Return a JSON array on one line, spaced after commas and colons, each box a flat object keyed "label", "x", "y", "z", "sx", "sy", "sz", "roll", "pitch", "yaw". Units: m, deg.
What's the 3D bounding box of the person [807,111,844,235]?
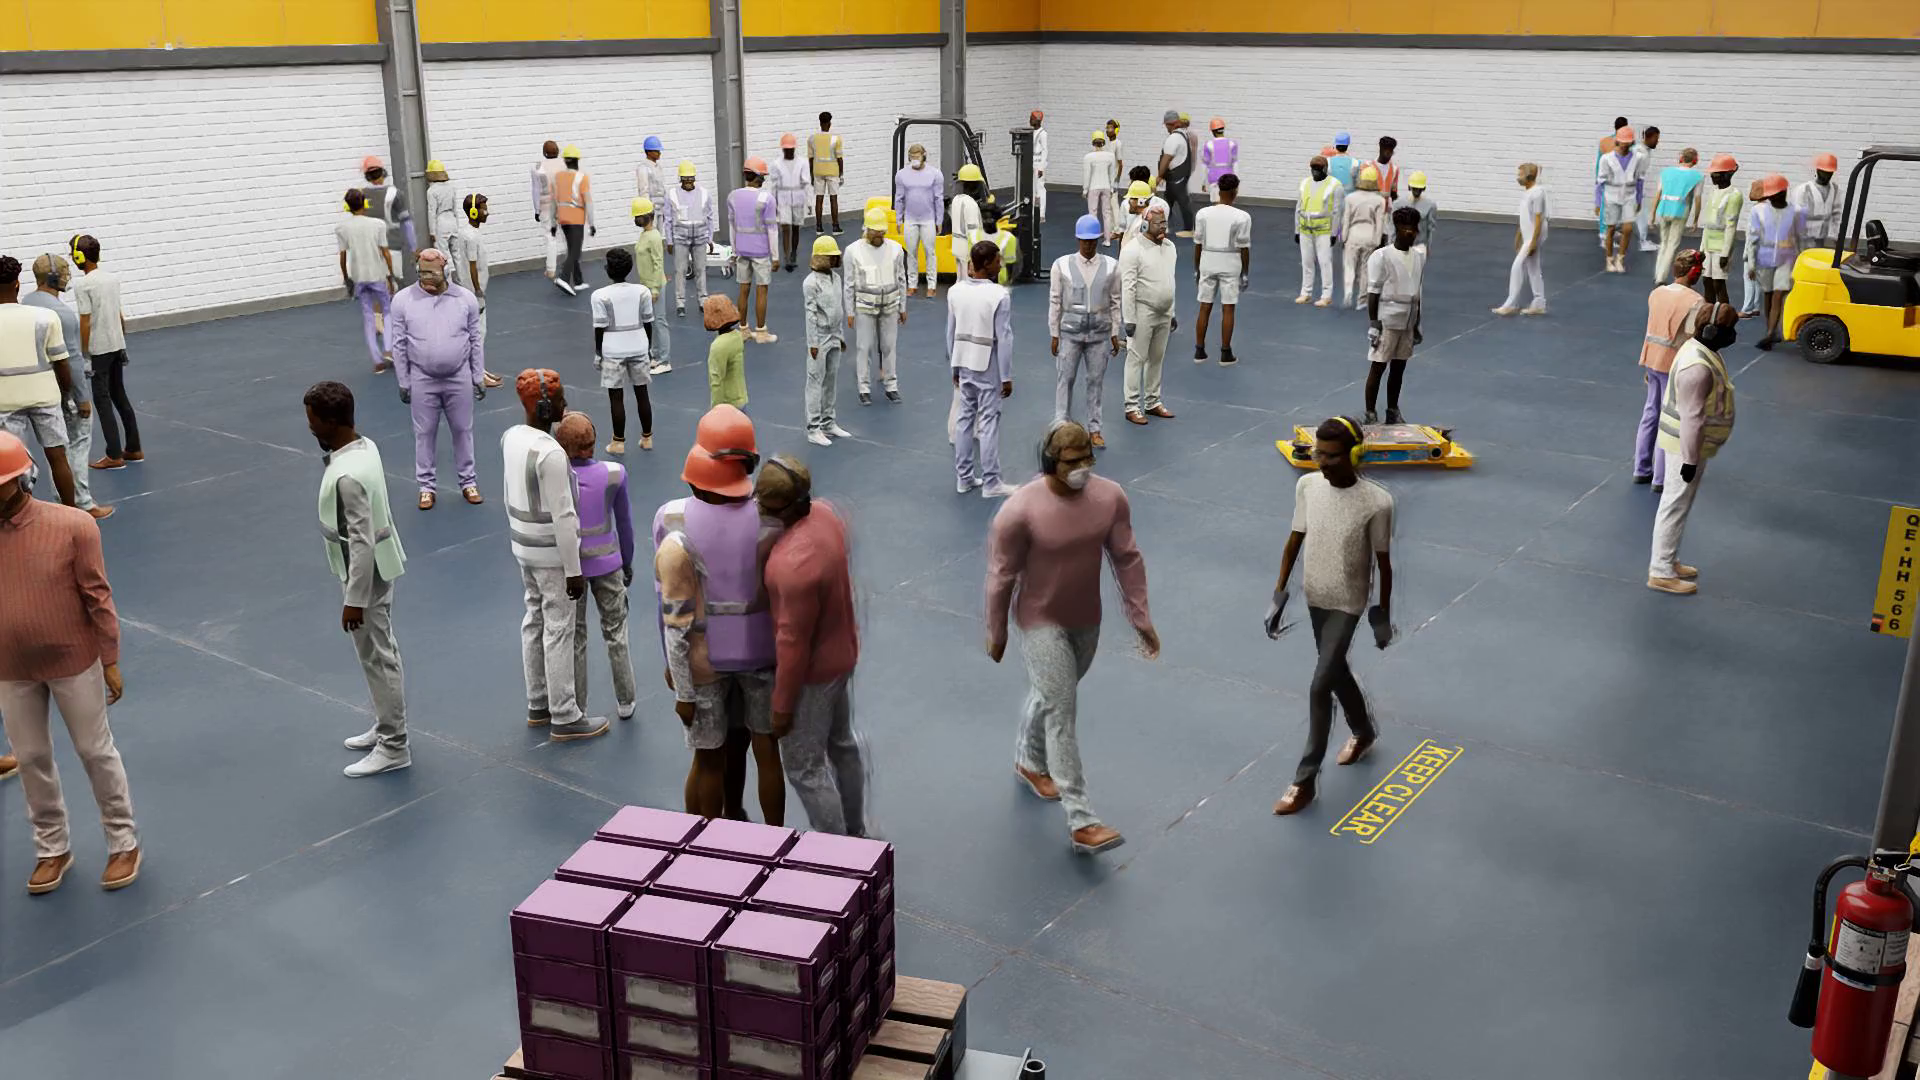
[{"label": "person", "x": -2.164, "y": -5.936, "z": 26.944, "sx": 0.607, "sy": 1.966, "sz": 0.367, "roll": 4, "pitch": 18, "yaw": 11}]

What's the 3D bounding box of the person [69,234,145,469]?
[{"label": "person", "x": -6.816, "y": -1.490, "z": 13.224, "sx": 0.329, "sy": 1.854, "sz": 0.531, "roll": 2, "pitch": 18, "yaw": 7}]

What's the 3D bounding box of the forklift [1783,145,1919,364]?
[{"label": "forklift", "x": 9.803, "y": -2.879, "z": 17.013, "sx": 2.313, "sy": 2.155, "sz": 1.214, "roll": 12, "pitch": 21, "yaw": 33}]

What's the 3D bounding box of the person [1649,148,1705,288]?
[{"label": "person", "x": 9.412, "y": -4.225, "z": 21.843, "sx": 0.597, "sy": 1.804, "sz": 0.600, "roll": -16, "pitch": 24, "yaw": -41}]

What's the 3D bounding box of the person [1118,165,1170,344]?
[{"label": "person", "x": 1.965, "y": -3.061, "z": 17.974, "sx": 0.621, "sy": 1.953, "sz": 0.379, "roll": 14, "pitch": 23, "yaw": 37}]

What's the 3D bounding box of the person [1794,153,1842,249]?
[{"label": "person", "x": 10.196, "y": -3.595, "z": 19.714, "sx": 0.545, "sy": 1.909, "sz": 0.773, "roll": -4, "pitch": 18, "yaw": -12}]

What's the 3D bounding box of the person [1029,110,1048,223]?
[{"label": "person", "x": 1.314, "y": -6.400, "z": 28.529, "sx": 0.354, "sy": 1.883, "sz": 0.573, "roll": -5, "pitch": 19, "yaw": -17}]

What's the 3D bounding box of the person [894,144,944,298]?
[{"label": "person", "x": -0.519, "y": -4.039, "z": 21.082, "sx": 0.636, "sy": 1.929, "sz": 0.380, "roll": 3, "pitch": 18, "yaw": 10}]

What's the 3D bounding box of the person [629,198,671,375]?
[{"label": "person", "x": -3.111, "y": -2.540, "z": 16.661, "sx": 0.328, "sy": 1.759, "sz": 0.524, "roll": -8, "pitch": 19, "yaw": -24}]

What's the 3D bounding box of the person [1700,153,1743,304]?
[{"label": "person", "x": 8.370, "y": -3.251, "z": 18.453, "sx": 0.412, "sy": 2.032, "sz": 0.602, "roll": -1, "pitch": 18, "yaw": -3}]

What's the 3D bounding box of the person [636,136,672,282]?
[{"label": "person", "x": -4.065, "y": -4.370, "z": 22.075, "sx": 0.406, "sy": 1.946, "sz": 0.608, "roll": 3, "pitch": 18, "yaw": 10}]

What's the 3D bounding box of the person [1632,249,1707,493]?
[{"label": "person", "x": 5.356, "y": -1.271, "z": 12.569, "sx": 0.394, "sy": 1.836, "sz": 0.560, "roll": -4, "pitch": 18, "yaw": -13}]

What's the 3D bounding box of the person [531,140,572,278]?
[{"label": "person", "x": -5.518, "y": -4.511, "z": 22.688, "sx": 0.627, "sy": 1.845, "sz": 0.429, "roll": -9, "pitch": 20, "yaw": -26}]

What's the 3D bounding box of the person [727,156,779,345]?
[{"label": "person", "x": -2.226, "y": -3.146, "z": 18.119, "sx": 0.613, "sy": 2.033, "sz": 0.412, "roll": 9, "pitch": 20, "yaw": 27}]

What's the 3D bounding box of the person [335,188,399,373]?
[{"label": "person", "x": -5.927, "y": -2.597, "z": 16.707, "sx": 0.564, "sy": 1.842, "sz": 0.411, "roll": -3, "pitch": 18, "yaw": -10}]

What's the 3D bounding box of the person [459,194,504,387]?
[{"label": "person", "x": -4.652, "y": -2.406, "z": 16.080, "sx": 0.324, "sy": 1.861, "sz": 0.510, "roll": -6, "pitch": 19, "yaw": -18}]

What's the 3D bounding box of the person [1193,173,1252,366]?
[{"label": "person", "x": 2.691, "y": -2.778, "z": 17.093, "sx": 0.605, "sy": 1.955, "sz": 0.370, "roll": 9, "pitch": 20, "yaw": 27}]

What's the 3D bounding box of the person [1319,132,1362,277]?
[{"label": "person", "x": 5.170, "y": -4.575, "z": 22.716, "sx": 0.605, "sy": 1.949, "sz": 0.399, "roll": 3, "pitch": 18, "yaw": 10}]

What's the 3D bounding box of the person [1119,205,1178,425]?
[{"label": "person", "x": 1.694, "y": -1.990, "z": 14.698, "sx": 0.641, "sy": 1.908, "sz": 0.407, "roll": -16, "pitch": 23, "yaw": -40}]

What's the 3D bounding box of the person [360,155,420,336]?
[{"label": "person", "x": -6.488, "y": -3.313, "z": 18.719, "sx": 0.638, "sy": 1.987, "sz": 1.065, "roll": 4, "pitch": 18, "yaw": 12}]

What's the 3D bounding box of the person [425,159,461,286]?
[{"label": "person", "x": -6.555, "y": -3.939, "z": 21.079, "sx": 0.320, "sy": 1.737, "sz": 0.490, "roll": 10, "pitch": 20, "yaw": 27}]

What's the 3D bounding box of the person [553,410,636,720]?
[{"label": "person", "x": -1.896, "y": 0.156, "z": 8.417, "sx": 0.514, "sy": 1.640, "sz": 0.315, "roll": -7, "pitch": 19, "yaw": -22}]

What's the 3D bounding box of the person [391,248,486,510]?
[{"label": "person", "x": -3.792, "y": -1.173, "z": 12.154, "sx": 0.636, "sy": 1.903, "sz": 0.405, "roll": -7, "pitch": 19, "yaw": -21}]

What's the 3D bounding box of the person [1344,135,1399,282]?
[{"label": "person", "x": 5.537, "y": -4.407, "z": 22.191, "sx": 0.707, "sy": 1.945, "sz": 0.541, "roll": -7, "pitch": 19, "yaw": -21}]

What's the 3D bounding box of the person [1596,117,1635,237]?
[{"label": "person", "x": 10.497, "y": -5.811, "z": 26.655, "sx": 0.533, "sy": 1.904, "sz": 0.627, "roll": -16, "pitch": 24, "yaw": -41}]

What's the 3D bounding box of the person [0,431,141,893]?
[{"label": "person", "x": -3.755, "y": 0.505, "z": 6.785, "sx": 0.626, "sy": 1.980, "sz": 0.410, "roll": -3, "pitch": 18, "yaw": -9}]

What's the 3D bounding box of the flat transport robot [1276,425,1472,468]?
[{"label": "flat transport robot", "x": 3.355, "y": -0.769, "z": 13.522, "sx": 1.431, "sy": 0.197, "sz": 0.652, "roll": -1, "pitch": 18, "yaw": -2}]

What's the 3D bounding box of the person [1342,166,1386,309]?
[{"label": "person", "x": 4.861, "y": -3.637, "z": 20.126, "sx": 0.503, "sy": 1.727, "sz": 0.532, "roll": 8, "pitch": 19, "yaw": 22}]

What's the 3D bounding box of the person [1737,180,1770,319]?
[{"label": "person", "x": 9.392, "y": -3.428, "z": 19.654, "sx": 0.278, "sy": 1.628, "sz": 0.505, "roll": 17, "pitch": 24, "yaw": 42}]

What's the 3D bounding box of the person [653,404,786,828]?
[{"label": "person", "x": -0.924, "y": 0.445, "z": 6.856, "sx": 0.615, "sy": 2.043, "sz": 0.372, "roll": 0, "pitch": 18, "yaw": 0}]

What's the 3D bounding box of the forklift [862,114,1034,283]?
[{"label": "forklift", "x": -0.171, "y": -4.594, "z": 22.377, "sx": 2.313, "sy": 2.155, "sz": 1.214, "roll": 1, "pitch": 18, "yaw": 3}]

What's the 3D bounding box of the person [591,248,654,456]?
[{"label": "person", "x": -2.749, "y": -1.535, "z": 13.608, "sx": 0.541, "sy": 1.700, "sz": 0.315, "roll": -12, "pitch": 21, "yaw": -33}]

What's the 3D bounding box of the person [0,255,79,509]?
[{"label": "person", "x": -6.400, "y": -0.963, "z": 11.387, "sx": 0.612, "sy": 1.963, "sz": 0.363, "roll": -10, "pitch": 20, "yaw": -29}]

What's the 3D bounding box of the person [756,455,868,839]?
[{"label": "person", "x": -0.591, "y": 0.525, "z": 6.878, "sx": 0.372, "sy": 1.898, "sz": 0.820, "roll": 3, "pitch": 18, "yaw": 9}]
